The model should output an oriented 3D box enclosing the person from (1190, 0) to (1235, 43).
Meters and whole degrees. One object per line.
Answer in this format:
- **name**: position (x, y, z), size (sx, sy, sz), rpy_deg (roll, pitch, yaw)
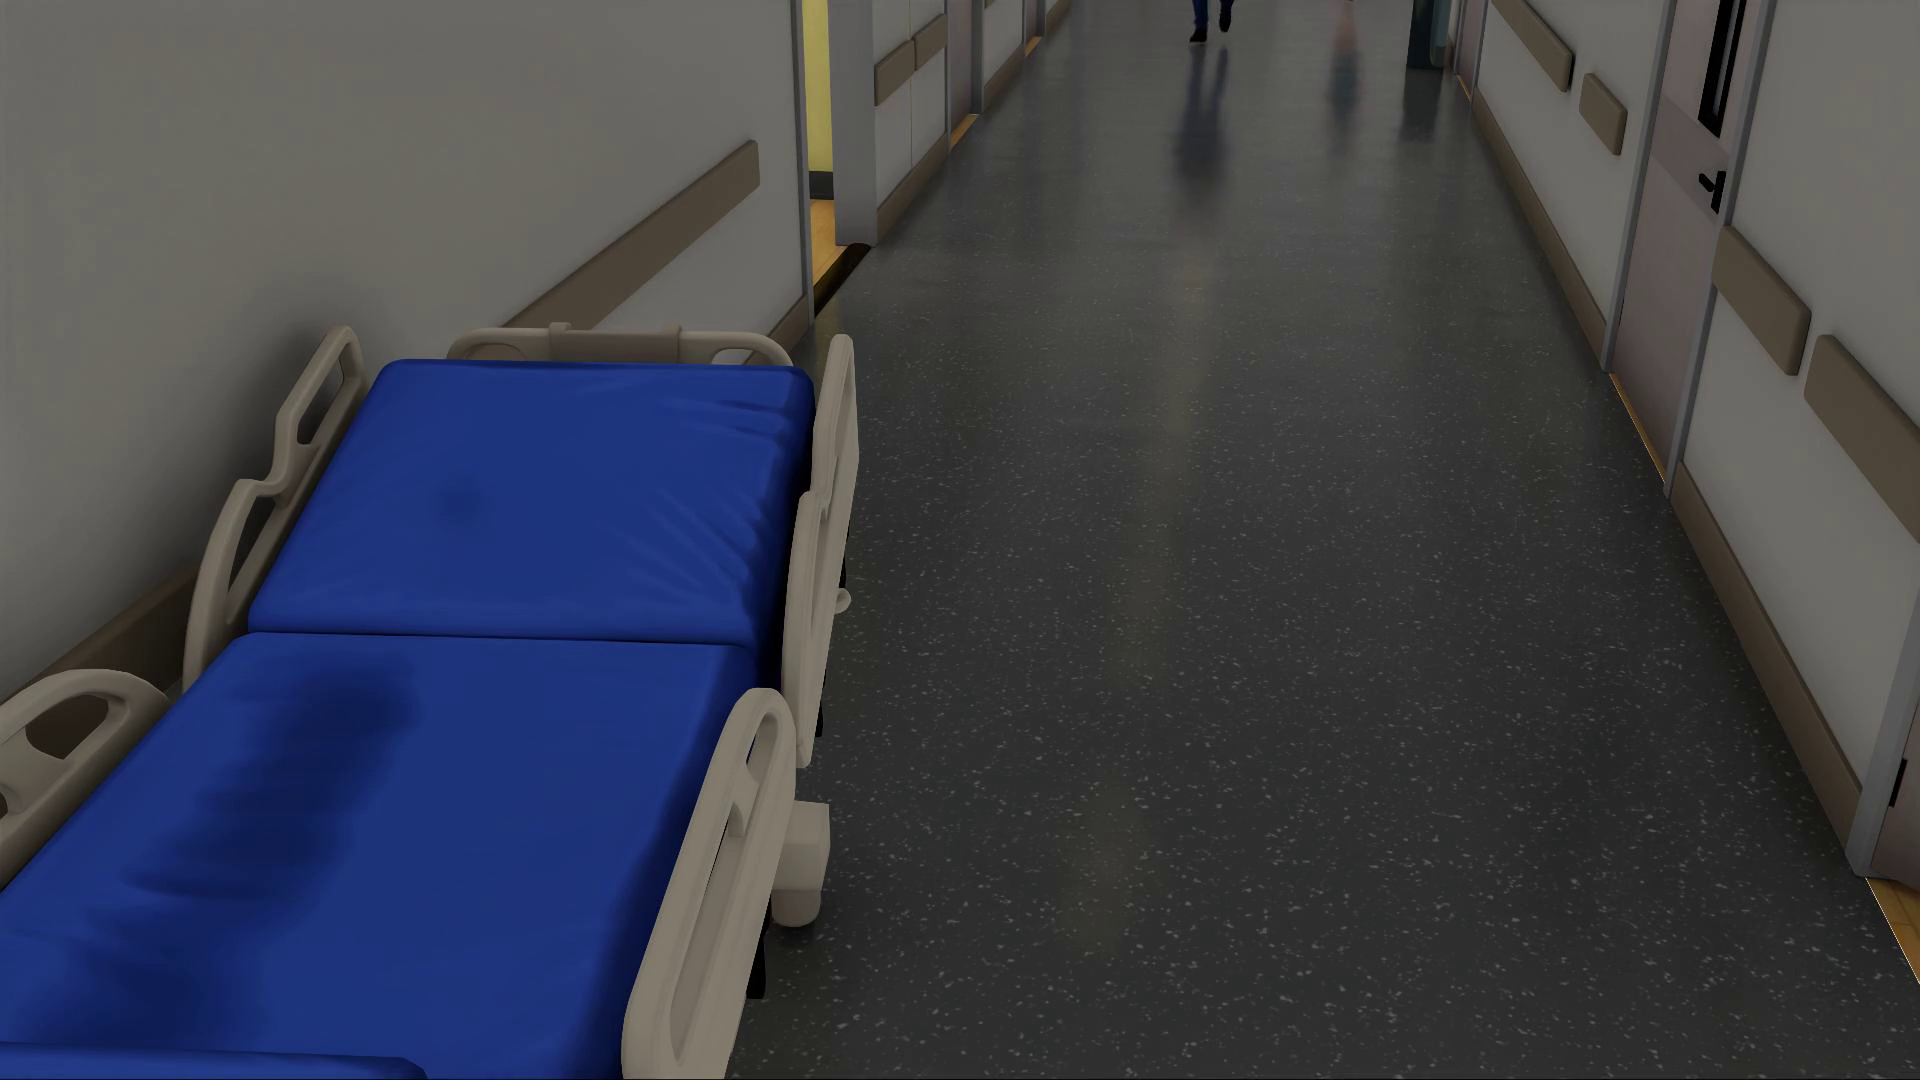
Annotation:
- **person**: position (2.198, -5.248, 14.284), size (0.866, 1.876, 0.865), rpy_deg (12, 28, 24)
